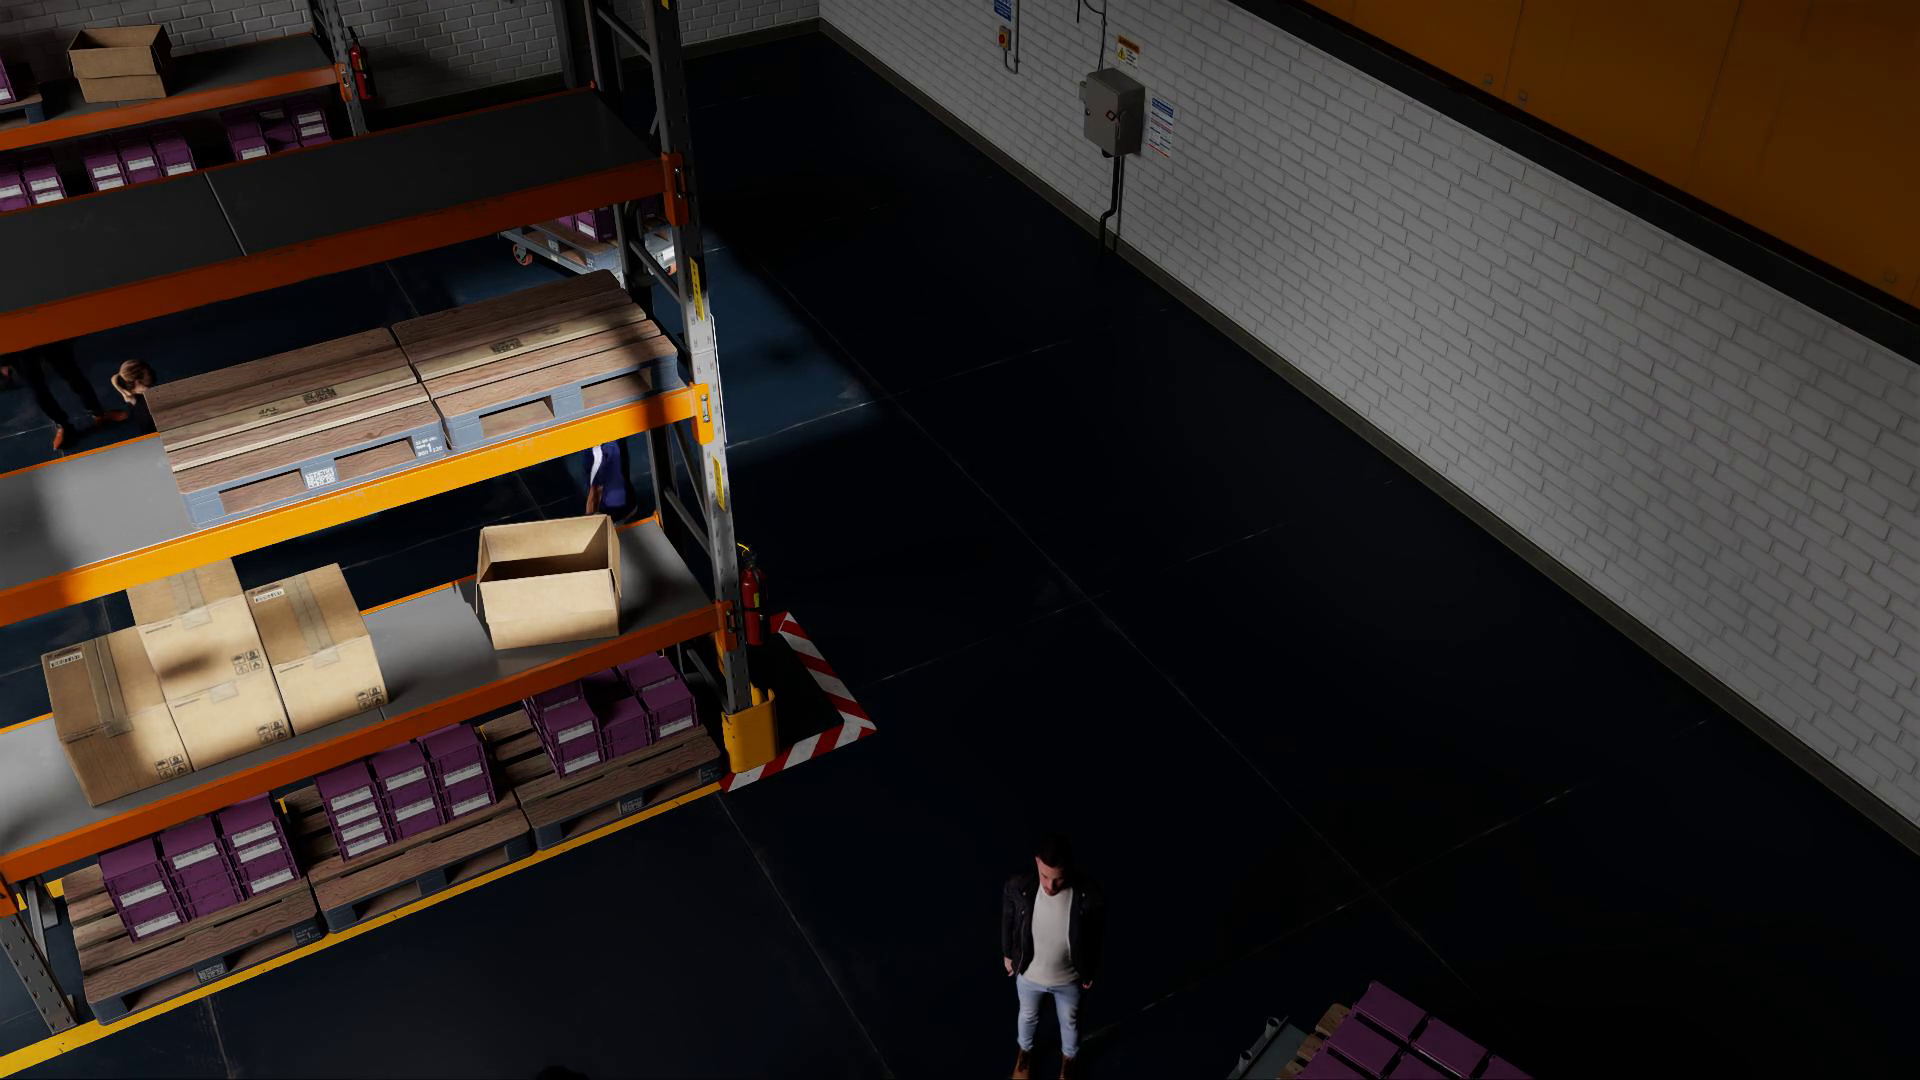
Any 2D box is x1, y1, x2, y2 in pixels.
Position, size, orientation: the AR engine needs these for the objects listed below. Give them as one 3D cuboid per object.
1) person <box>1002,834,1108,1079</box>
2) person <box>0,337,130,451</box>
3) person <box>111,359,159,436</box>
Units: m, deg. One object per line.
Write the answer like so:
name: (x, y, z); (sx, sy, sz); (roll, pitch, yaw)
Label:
person: (0.457, 2.065, 8.132); (0.694, 1.829, 0.785); (5, 39, 6)
person: (-6.994, -1.500, 12.635); (0.973, 1.780, 0.560); (32, 48, 33)
person: (-5.451, -0.503, 11.446); (0.594, 1.707, 0.647); (-27, 46, -30)
